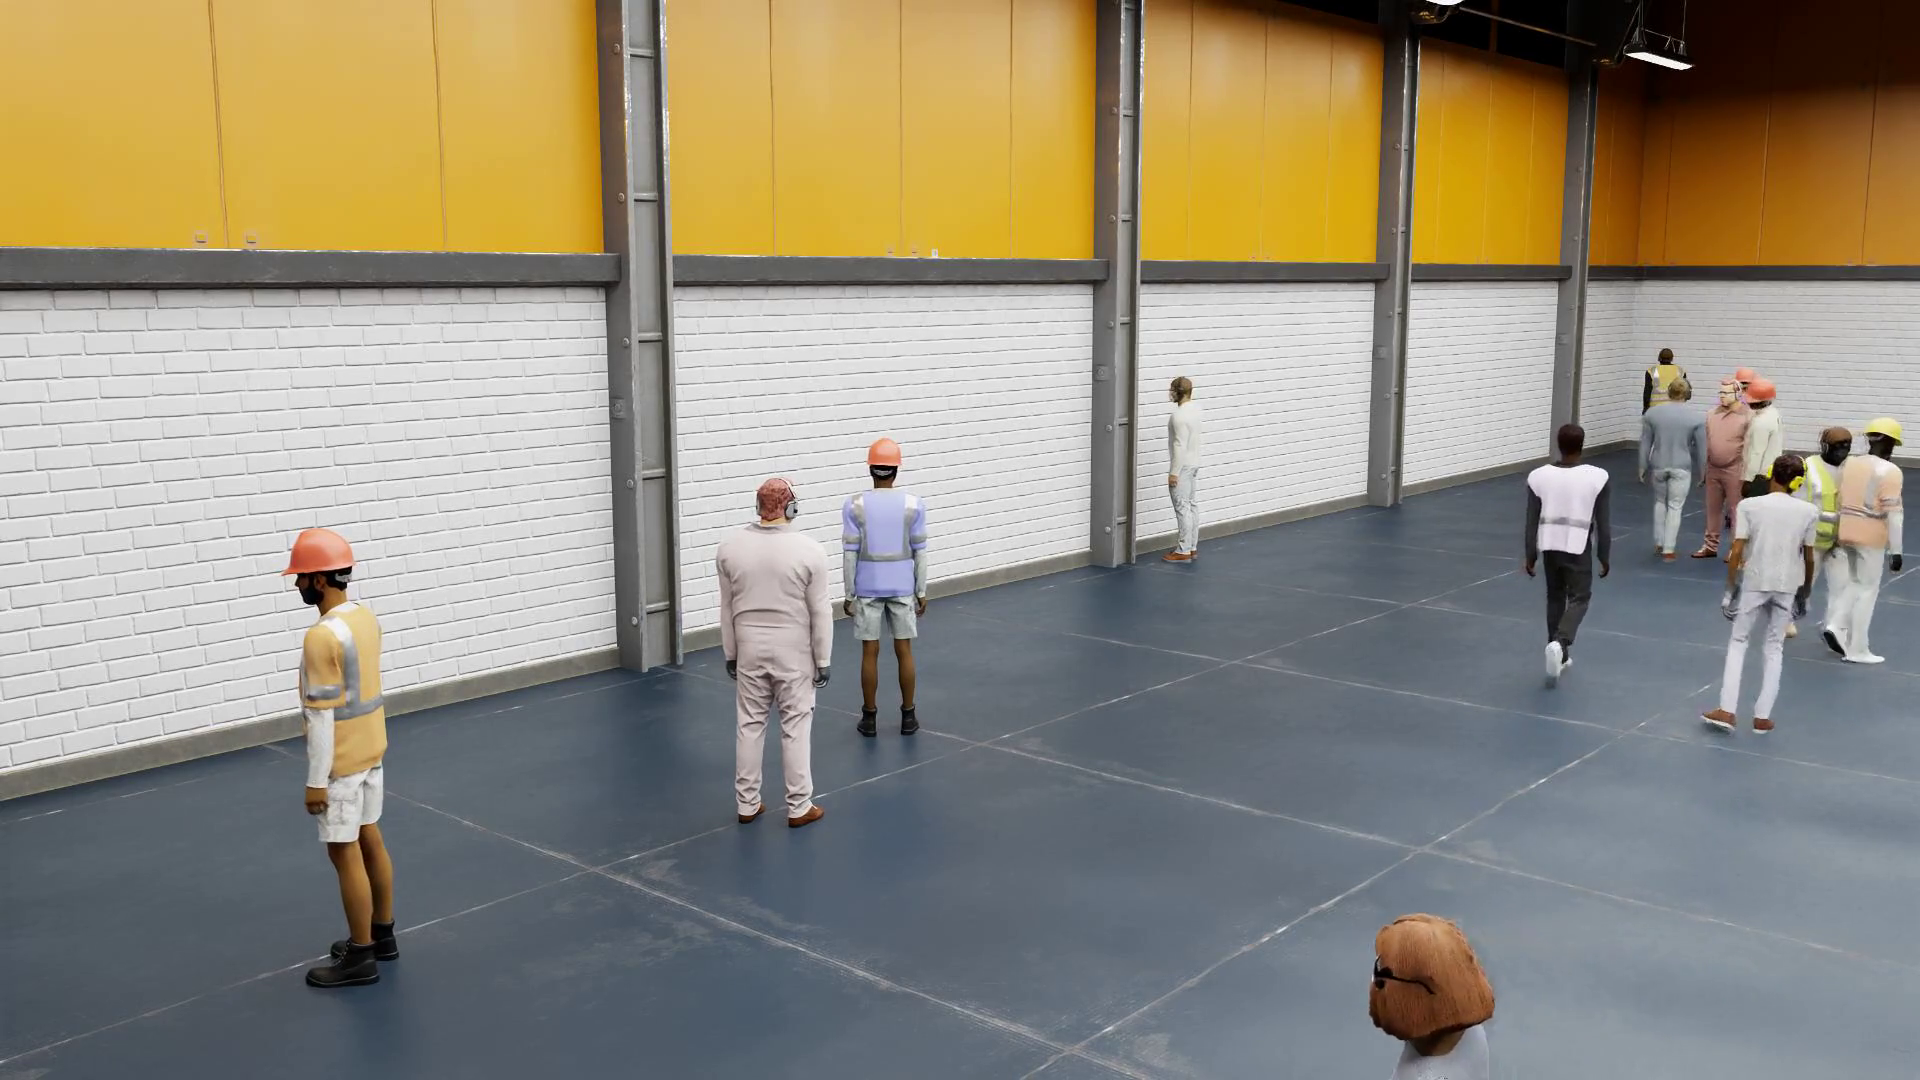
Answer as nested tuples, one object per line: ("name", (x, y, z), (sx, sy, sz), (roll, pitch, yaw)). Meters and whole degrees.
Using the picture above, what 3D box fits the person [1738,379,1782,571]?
("person", (8.069, -0.645, 16.712), (0.418, 1.951, 0.703), (7, 11, 37))

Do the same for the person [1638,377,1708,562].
("person", (7.484, -0.741, 17.396), (0.652, 1.915, 0.686), (7, 11, 37))

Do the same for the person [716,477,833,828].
("person", (-0.980, 0.607, 9.001), (0.640, 1.902, 0.402), (2, 9, 14))

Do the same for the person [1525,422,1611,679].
("person", (4.477, 0.080, 12.305), (0.597, 1.899, 0.800), (7, 11, 36))

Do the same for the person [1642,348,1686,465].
("person", (11.004, -2.080, 26.044), (0.630, 1.843, 0.429), (1, 9, 5))

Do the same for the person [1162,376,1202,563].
("person", (2.314, -0.731, 17.268), (0.355, 1.936, 0.637), (4, 10, 24))

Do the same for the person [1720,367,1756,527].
("person", (9.285, -1.108, 19.786), (0.546, 1.901, 0.959), (9, 12, 43))

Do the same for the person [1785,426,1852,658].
("person", (6.852, -0.022, 13.262), (0.616, 1.812, 0.878), (0, 9, 0))

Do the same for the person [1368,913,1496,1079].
("person", (1.081, 1.598, 3.652), (0.727, 1.608, 0.498), (6, 11, 33))

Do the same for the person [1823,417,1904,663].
("person", (6.991, 0.002, 12.816), (0.472, 1.889, 0.703), (-2, 9, -14))

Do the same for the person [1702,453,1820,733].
("person", (5.276, 0.344, 10.863), (0.567, 1.830, 0.458), (3, 9, 17))

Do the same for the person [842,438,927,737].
("person", (-0.489, 0.306, 10.761), (0.551, 1.935, 0.372), (-1, 9, -7))

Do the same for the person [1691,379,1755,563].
("person", (7.963, -0.718, 17.291), (0.400, 1.907, 0.644), (-5, 10, -29))

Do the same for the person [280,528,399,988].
("person", (-2.624, 0.909, 7.012), (0.385, 1.932, 0.544), (0, 9, 0))
